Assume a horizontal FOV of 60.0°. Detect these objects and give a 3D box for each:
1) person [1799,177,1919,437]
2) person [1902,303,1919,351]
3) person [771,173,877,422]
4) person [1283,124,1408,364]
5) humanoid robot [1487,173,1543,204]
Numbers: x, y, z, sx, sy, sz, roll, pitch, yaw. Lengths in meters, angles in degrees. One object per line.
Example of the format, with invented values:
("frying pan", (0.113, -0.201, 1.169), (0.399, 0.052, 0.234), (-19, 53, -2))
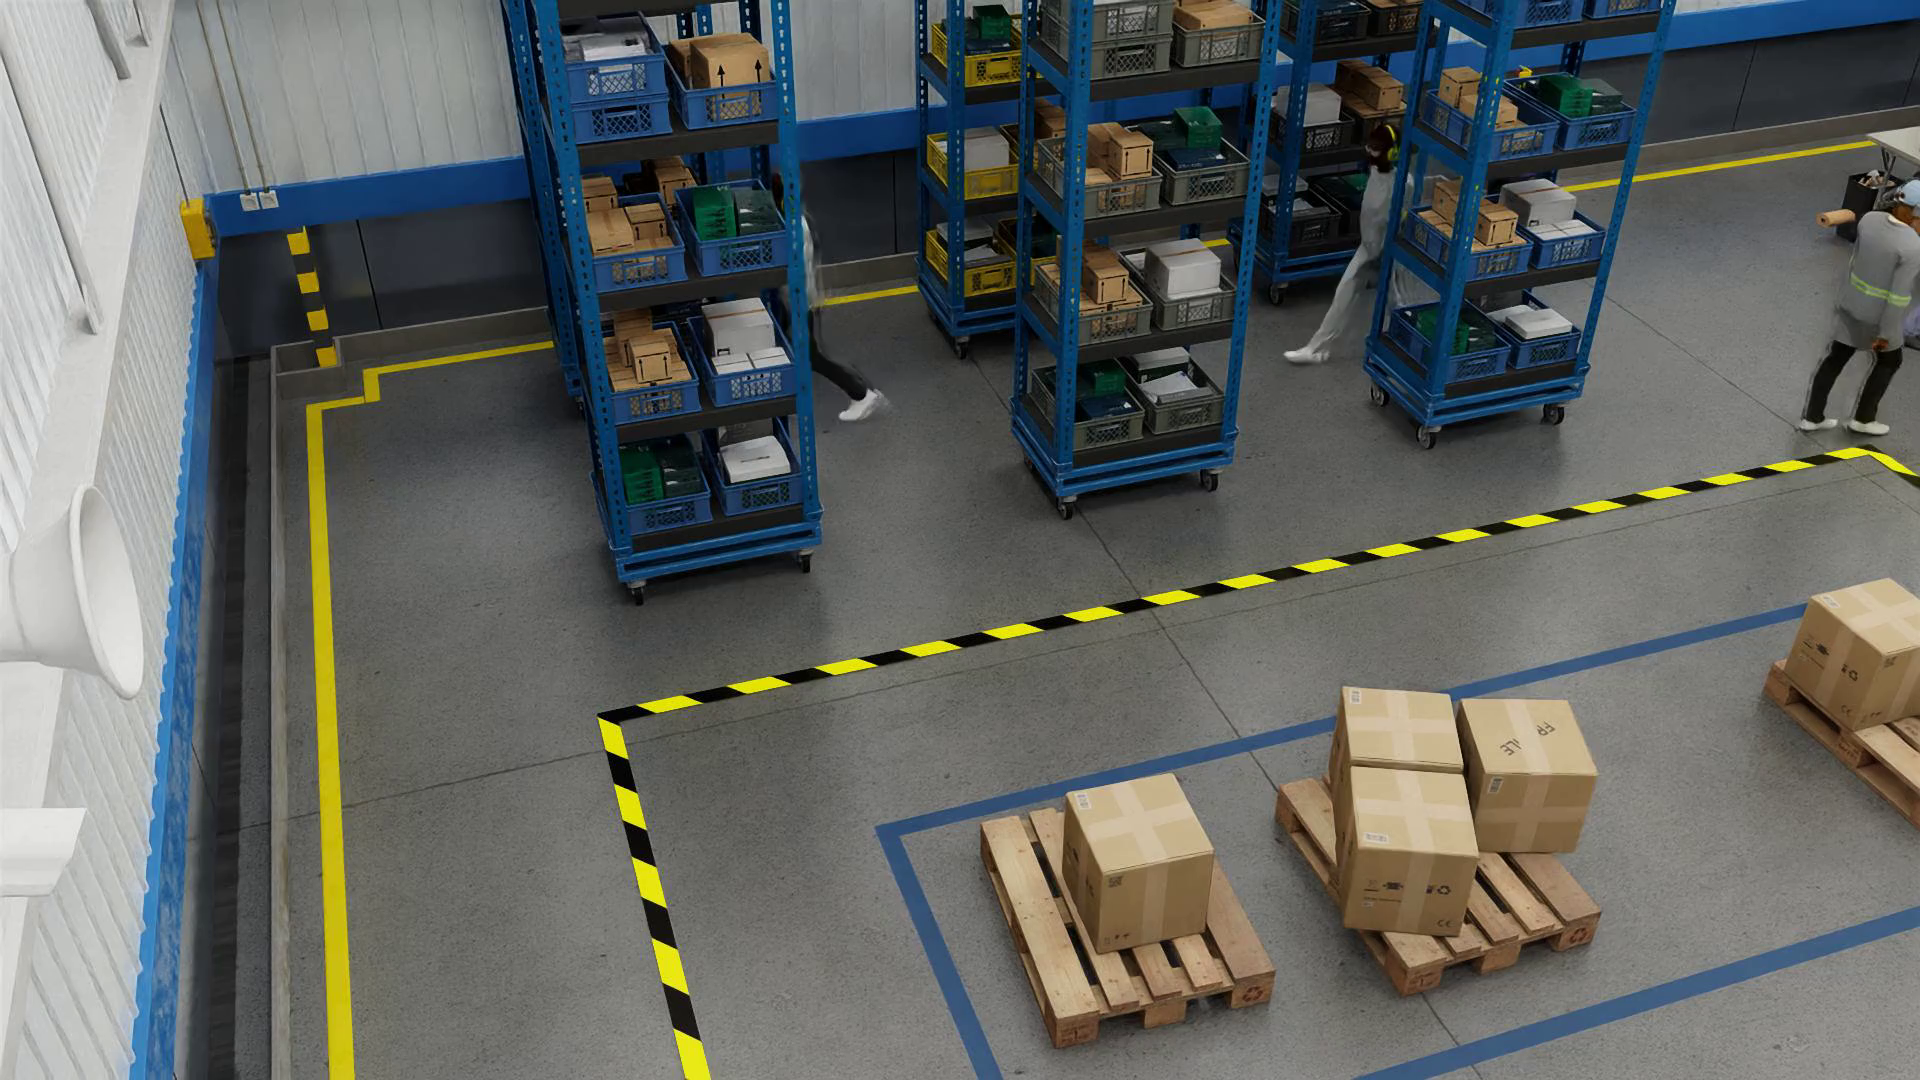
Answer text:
("person", (6.013, -1.509, 10.837), (0.676, 1.836, 0.598), (-11, 37, -15))
("person", (7.245, -1.992, 11.633), (0.918, 1.702, 0.543), (28, 44, 34))
("person", (-1.029, -1.558, 10.911), (0.910, 1.835, 0.534), (-8, 36, -12))
("person", (2.871, -2.013, 11.567), (0.998, 1.810, 0.556), (-7, 36, -10))
("humanoid robot", (4.281, -2.739, 12.761), (0.769, 1.627, 0.610), (-16, 38, -21))
